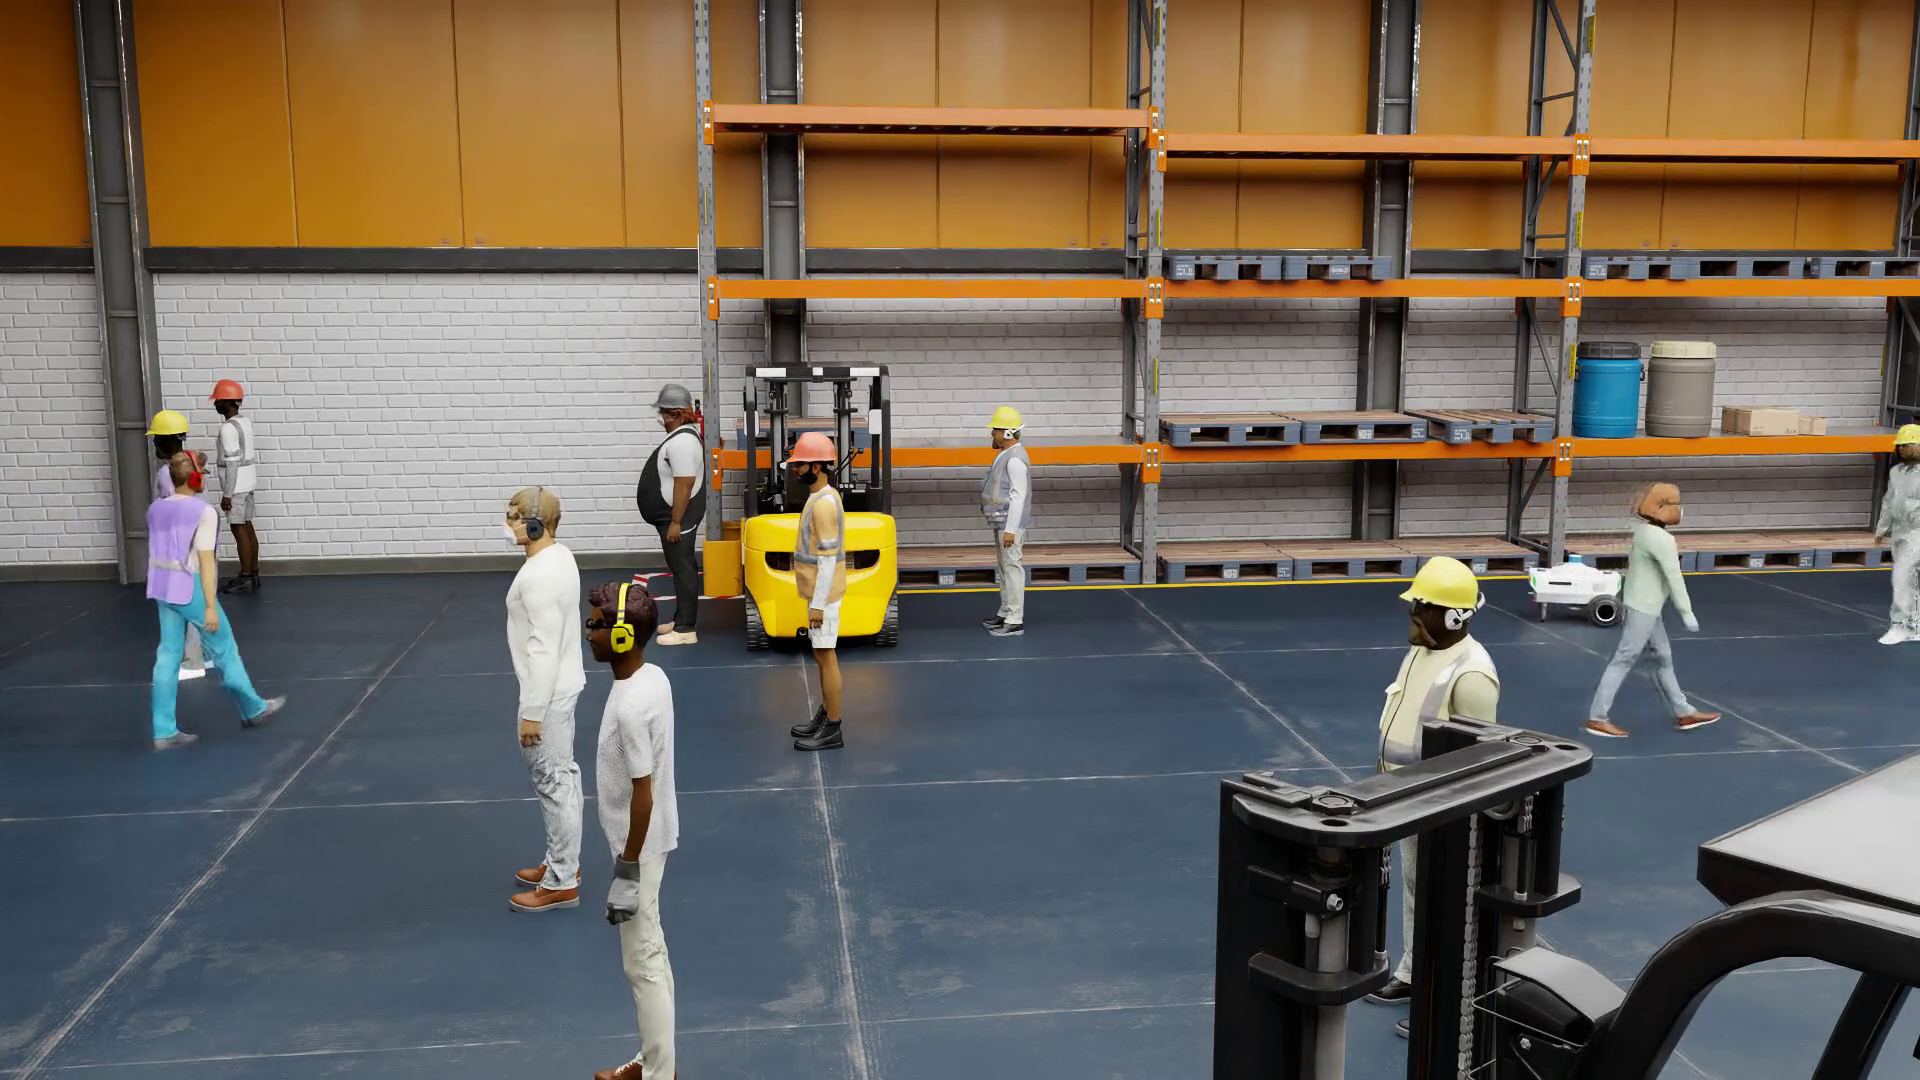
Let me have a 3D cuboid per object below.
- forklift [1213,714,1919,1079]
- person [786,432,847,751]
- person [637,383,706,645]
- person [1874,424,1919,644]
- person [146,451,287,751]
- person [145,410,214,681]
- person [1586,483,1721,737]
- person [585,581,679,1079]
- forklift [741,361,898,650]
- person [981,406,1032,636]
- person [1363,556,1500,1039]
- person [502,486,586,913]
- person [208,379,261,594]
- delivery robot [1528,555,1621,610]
[{"bbox_3d":[1.441,1.425,2.350,1.214,2.155,2.313,-7,12,-39],"label":"forklift"},{"bbox_3d":[-0.869,0.310,10.109,0.355,1.938,0.545,-1,9,-8],"label":"person"},{"bbox_3d":[-2.255,-0.209,13.026,0.538,2.000,0.684,-1,9,-8],"label":"person"},{"bbox_3d":[7.312,-0.037,12.932,0.640,1.720,0.519,-2,9,-11],"label":"person"},{"bbox_3d":[-4.663,0.347,10.277,0.598,1.799,0.927,4,10,25],"label":"person"},{"bbox_3d":[-5.552,0.038,11.839,0.364,1.927,0.587,-1,9,-8],"label":"person"},{"bbox_3d":[4.339,0.446,10.317,0.867,1.595,0.505,2,9,10],"label":"person"},{"bbox_3d":[-1.122,1.058,5.650,0.328,1.872,0.513,-1,9,-8],"label":"person"},{"bbox_3d":[-1.154,-0.340,13.365,1.214,2.155,2.313,-1,9,-7],"label":"forklift"},{"bbox_3d":[0.364,-0.151,13.328,0.403,1.831,0.597,-1,9,-8],"label":"person"},{"bbox_3d":[1.793,0.966,6.328,0.404,1.836,0.590,-1,9,-8],"label":"person"},{"bbox_3d":[-1.898,0.715,7.579,0.372,1.940,0.631,-1,9,-8],"label":"person"},{"bbox_3d":[-6.567,-0.486,15.062,0.349,1.942,0.545,-1,9,-8],"label":"person"},{"bbox_3d":[5.081,0.365,13.775,0.707,0.478,0.477,2,9,14],"label":"delivery robot"}]
